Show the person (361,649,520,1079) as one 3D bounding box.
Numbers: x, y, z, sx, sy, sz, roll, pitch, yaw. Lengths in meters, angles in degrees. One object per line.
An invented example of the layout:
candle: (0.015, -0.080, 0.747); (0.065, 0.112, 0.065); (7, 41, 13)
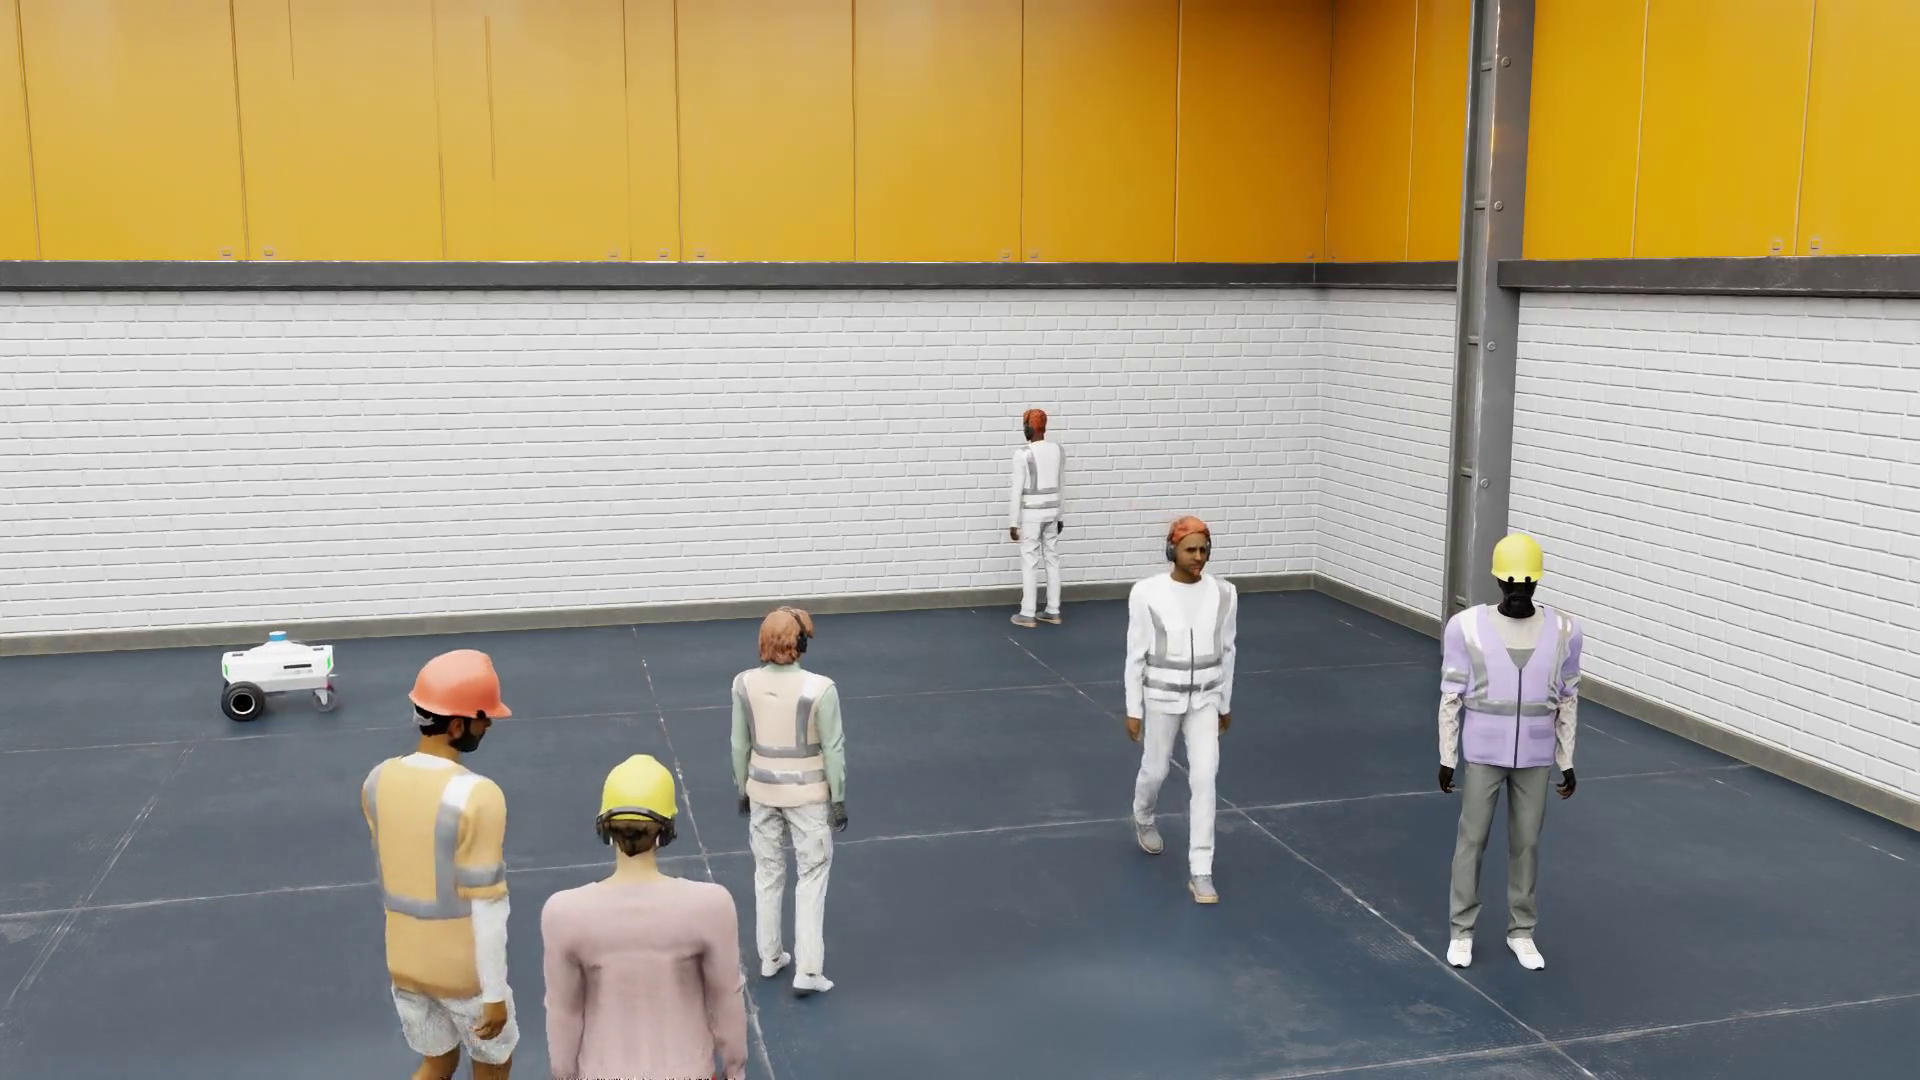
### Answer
person: (-1.568, 1.272, 5.083); (0.568, 1.905, 0.537); (5, 10, 29)

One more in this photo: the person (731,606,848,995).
person: (-0.735, 1.110, 7.043); (0.534, 1.646, 0.425); (4, 10, 22)

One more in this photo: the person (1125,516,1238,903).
person: (1.086, 0.786, 8.300); (0.578, 1.853, 0.920); (-1, 9, -9)

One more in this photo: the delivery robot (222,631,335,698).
delivery robot: (-4.702, 0.875, 11.489); (0.707, 0.478, 0.477); (-3, 10, -20)

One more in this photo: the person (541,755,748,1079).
person: (-0.838, 1.451, 4.464); (0.532, 1.759, 0.453); (-1, 9, -7)

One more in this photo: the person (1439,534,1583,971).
person: (2.385, 0.921, 7.225); (0.594, 1.925, 0.379); (1, 9, 5)

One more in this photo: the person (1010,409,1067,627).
person: (0.668, -0.188, 14.312); (0.592, 1.881, 0.368); (-6, 11, -34)
